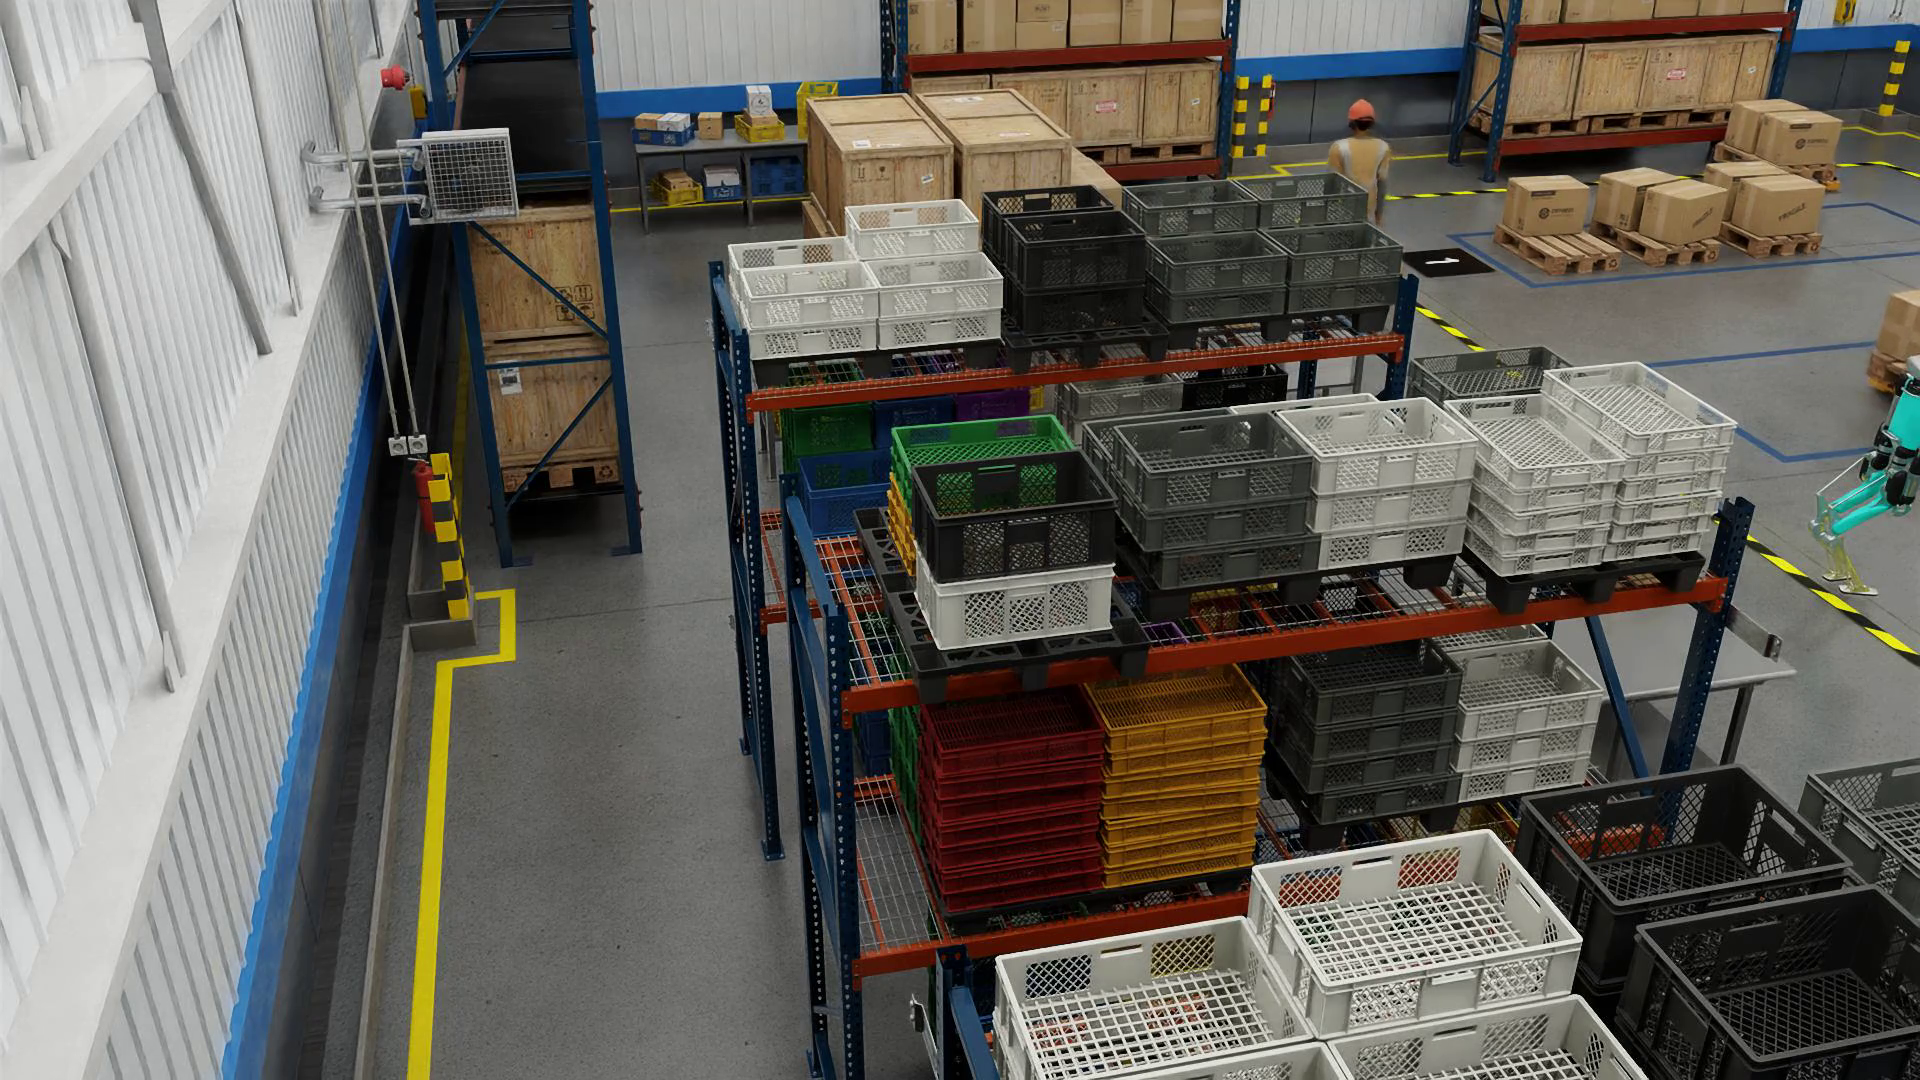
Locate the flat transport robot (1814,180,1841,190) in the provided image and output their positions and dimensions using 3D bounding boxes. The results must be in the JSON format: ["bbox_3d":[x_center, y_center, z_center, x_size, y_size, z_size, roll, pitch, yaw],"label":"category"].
[{"bbox_3d":[10.015,-4.459,20.477,1.431,0.197,0.652,-6,28,-12],"label":"flat transport robot"}]

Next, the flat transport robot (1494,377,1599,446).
[{"bbox_3d":[4.780,-1.036,14.013,0.659,0.231,1.431,-6,28,-12],"label":"flat transport robot"}]

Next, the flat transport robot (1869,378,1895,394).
[{"bbox_3d":[8.612,-1.196,14.287,0.652,0.197,1.431,-6,28,-12],"label":"flat transport robot"}]

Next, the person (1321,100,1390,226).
[{"bbox_3d":[3.865,-3.357,16.544,0.612,2.017,0.727,-6,28,-12],"label":"person"}]

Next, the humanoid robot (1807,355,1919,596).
[{"bbox_3d":[6.062,-0.428,11.139,0.735,1.677,0.533,-1,28,-2],"label":"humanoid robot"}]
